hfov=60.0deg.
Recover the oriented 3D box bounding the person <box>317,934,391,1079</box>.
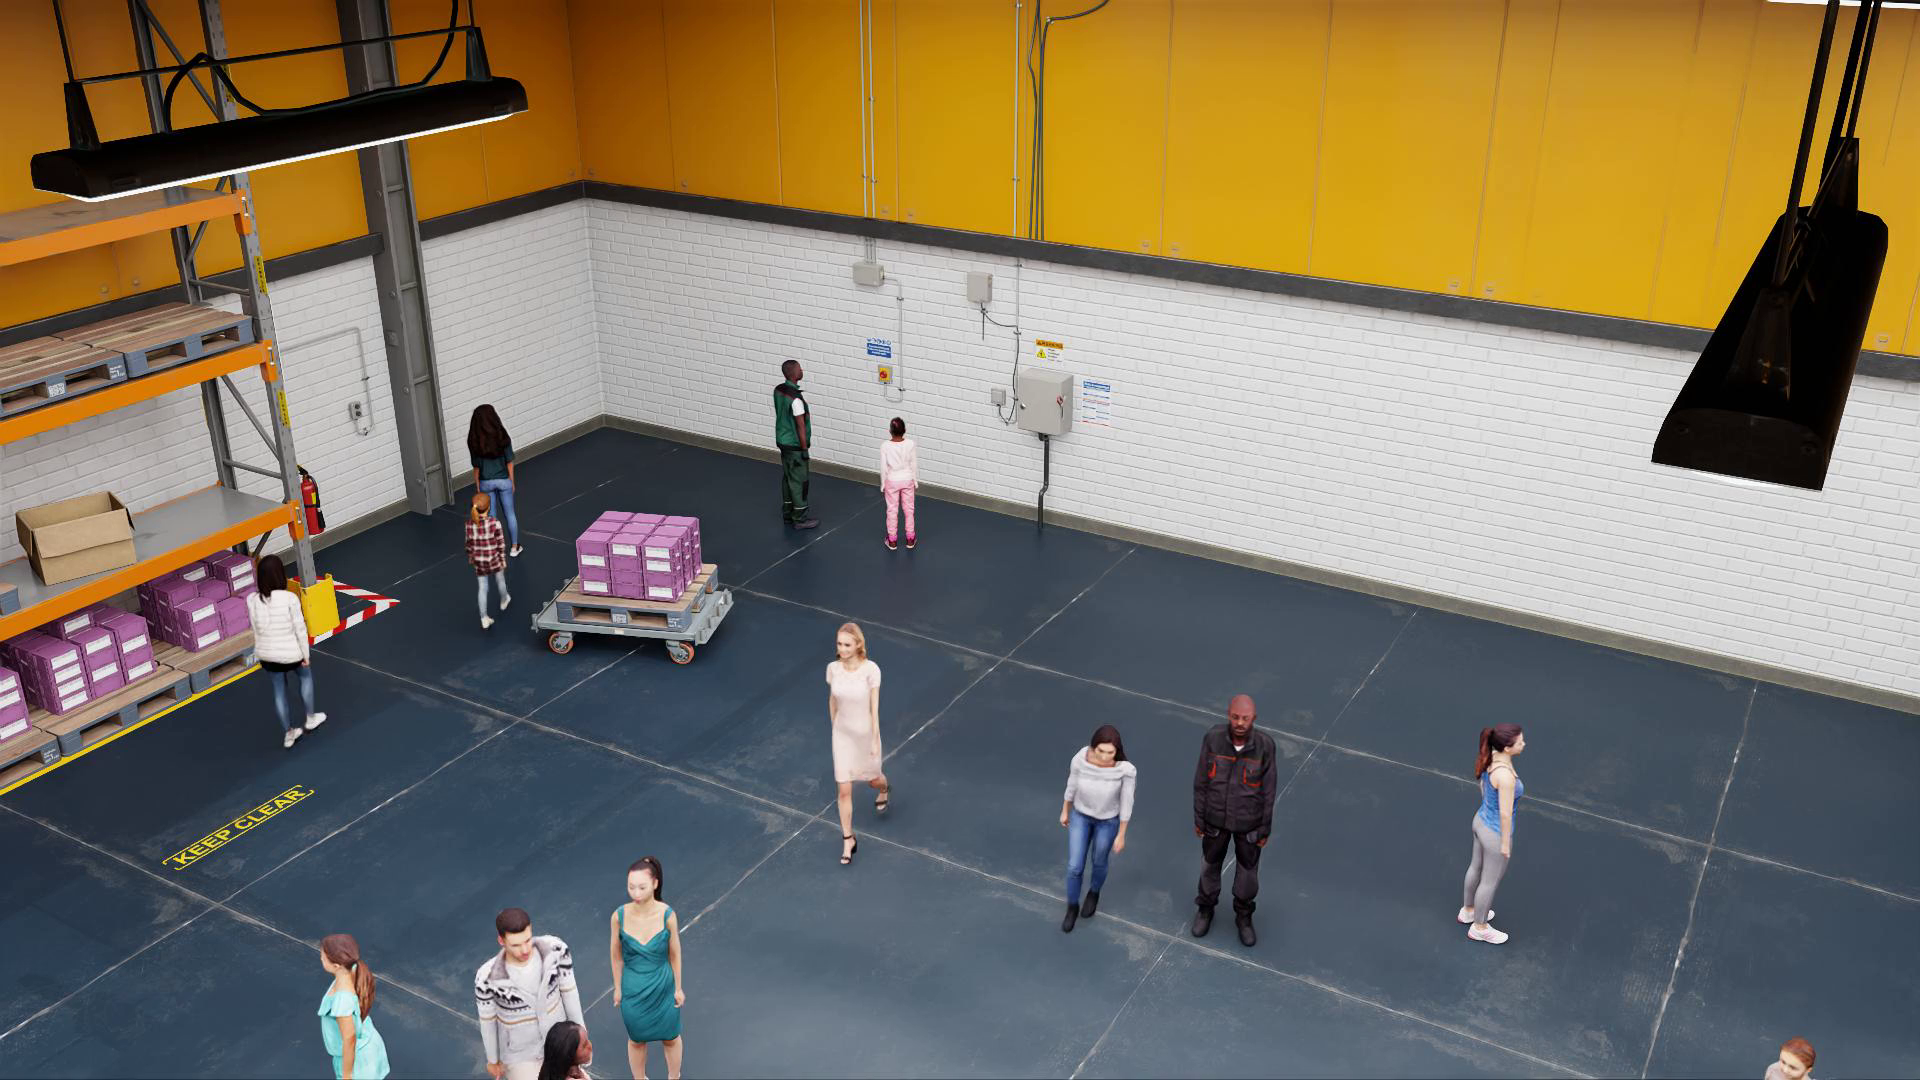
[{"bbox_3d":[-3.307,2.808,9.111,0.702,1.558,0.618,-1,24,-2],"label":"person"}]

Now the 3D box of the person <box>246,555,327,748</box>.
[{"bbox_3d":[-5.472,0.922,13.344,0.795,1.623,0.860,-2,24,-4],"label":"person"}]

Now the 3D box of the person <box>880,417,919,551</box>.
[{"bbox_3d":[-0.619,-0.607,17.062,0.620,1.447,0.664,-4,24,-8],"label":"person"}]

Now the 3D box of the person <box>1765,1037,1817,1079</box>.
[{"bbox_3d":[4.409,3.132,8.845,0.900,1.178,0.743,-13,27,-28],"label":"person"}]

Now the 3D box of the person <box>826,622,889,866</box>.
[{"bbox_3d":[-0.703,1.406,12.013,0.770,1.803,1.110,6,24,13],"label":"person"}]

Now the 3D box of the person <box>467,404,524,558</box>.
[{"bbox_3d":[-4.704,-0.591,16.816,0.708,1.615,0.762,-5,24,-11],"label":"person"}]

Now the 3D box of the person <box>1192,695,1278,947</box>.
[{"bbox_3d":[1.822,1.814,11.059,0.756,1.819,0.694,6,24,13],"label":"person"}]

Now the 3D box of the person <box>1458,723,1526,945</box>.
[{"bbox_3d":[3.552,1.925,11.067,0.721,1.610,0.632,-1,24,-2],"label":"person"}]

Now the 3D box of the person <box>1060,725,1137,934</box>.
[{"bbox_3d":[0.944,1.868,11.217,0.753,1.594,0.767,9,25,20],"label":"person"}]

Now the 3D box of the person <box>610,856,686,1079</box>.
[{"bbox_3d":[-1.774,2.566,9.506,0.627,1.686,0.648,-1,24,-3],"label":"person"}]

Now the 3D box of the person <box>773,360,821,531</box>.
[{"bbox_3d":[-1.751,-1.014,17.503,0.776,1.840,0.779,-14,27,-30],"label":"person"}]

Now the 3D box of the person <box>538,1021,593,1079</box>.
[{"bbox_3d":[-1.975,3.107,8.241,0.806,1.707,0.758,-8,25,-18],"label":"person"}]

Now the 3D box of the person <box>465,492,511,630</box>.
[{"bbox_3d":[-4.400,0.207,15.415,0.825,1.275,0.991,0,24,0],"label":"person"}]

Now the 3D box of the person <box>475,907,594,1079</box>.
[{"bbox_3d":[-2.347,2.687,9.038,1.219,1.838,0.981,-20,30,-38],"label":"person"}]
